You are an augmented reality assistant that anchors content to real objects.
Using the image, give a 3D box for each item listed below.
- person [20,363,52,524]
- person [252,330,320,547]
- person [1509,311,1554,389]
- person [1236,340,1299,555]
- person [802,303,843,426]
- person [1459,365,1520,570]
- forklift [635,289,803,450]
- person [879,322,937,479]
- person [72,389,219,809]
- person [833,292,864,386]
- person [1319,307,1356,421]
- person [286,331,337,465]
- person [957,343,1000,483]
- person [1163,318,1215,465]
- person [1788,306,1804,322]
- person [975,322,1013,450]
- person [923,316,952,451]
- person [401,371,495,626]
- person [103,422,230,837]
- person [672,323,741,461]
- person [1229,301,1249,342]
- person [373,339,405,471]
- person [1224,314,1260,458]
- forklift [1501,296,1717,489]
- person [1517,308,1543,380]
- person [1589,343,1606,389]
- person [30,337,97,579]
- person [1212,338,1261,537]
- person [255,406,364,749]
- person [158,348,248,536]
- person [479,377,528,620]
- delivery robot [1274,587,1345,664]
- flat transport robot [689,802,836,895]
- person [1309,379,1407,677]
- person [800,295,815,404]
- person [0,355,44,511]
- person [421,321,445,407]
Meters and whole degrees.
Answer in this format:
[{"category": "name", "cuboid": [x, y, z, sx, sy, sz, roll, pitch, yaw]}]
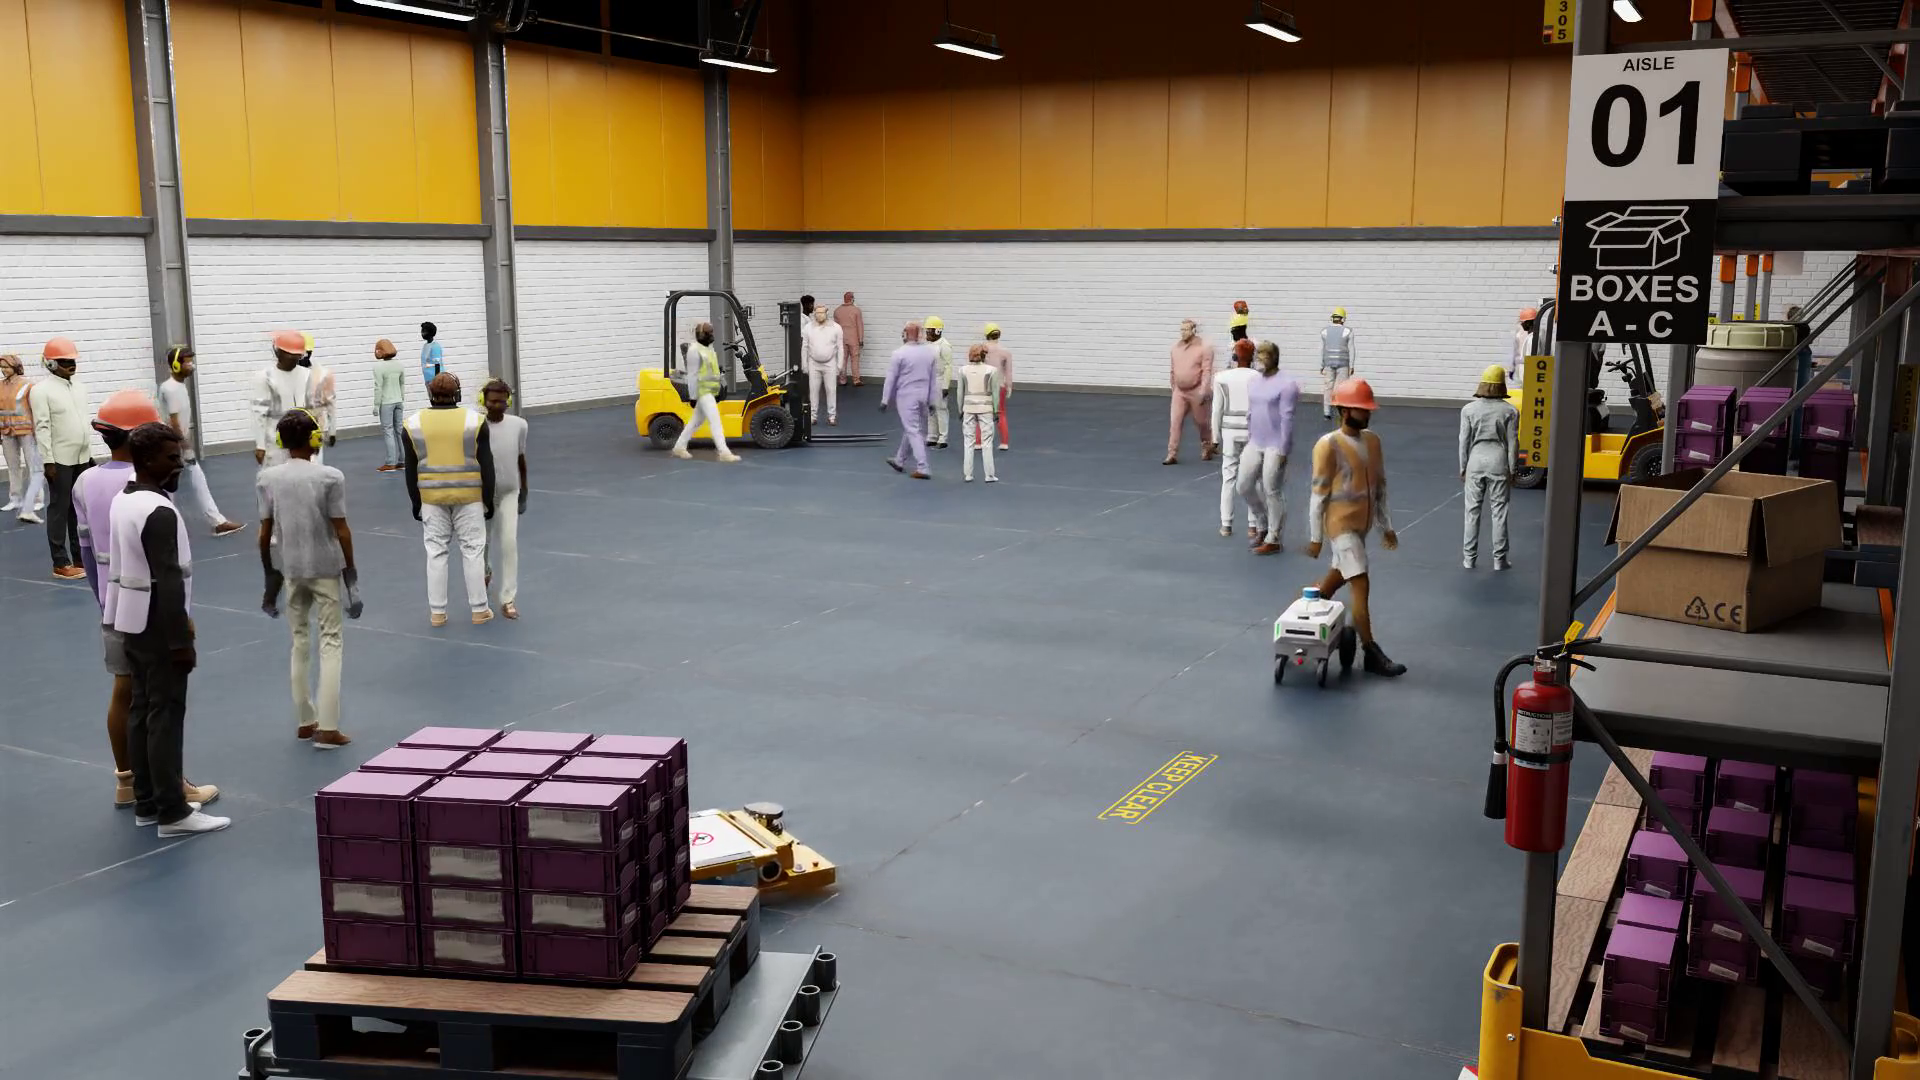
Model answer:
[{"category": "person", "cuboid": [-9.034, -1.029, 16.634, 0.537, 1.715, 0.929, 5, 11, 25]}, {"category": "person", "cuboid": [-6.099, -0.911, 15.143, 0.859, 1.983, 0.756, 6, 11, 30]}, {"category": "person", "cuboid": [8.881, -2.648, 25.796, 0.642, 1.788, 0.974, 7, 12, 36]}, {"category": "person", "cuboid": [2.732, -0.810, 14.784, 0.423, 1.920, 0.633, -7, 12, -34]}, {"category": "person", "cuboid": [-2.142, -2.721, 25.872, 0.651, 1.906, 0.403, 0, 10, 2]}, {"category": "person", "cuboid": [4.498, -0.617, 14.163, 0.487, 1.744, 0.312, 5, 11, 26]}, {"category": "forklift", "cuboid": [-3.358, -2.392, 23.136, 2.313, 2.155, 1.214, -1, 10, -5]}, {"category": "person", "cuboid": [-0.645, -1.684, 20.016, 0.643, 1.857, 0.988, -9, 14, -43]}, {"category": "person", "cuboid": [-3.922, 0.300, 7.985, 0.608, 2.044, 0.370, 4, 11, 23]}, {"category": "person", "cuboid": [-2.219, -4.051, 33.571, 0.640, 1.908, 0.409, 4, 11, 23]}, {"category": "person", "cuboid": [6.049, -2.814, 26.656, 0.587, 1.823, 0.403, 5, 11, 28]}, {"category": "person", "cuboid": [-6.619, -1.158, 16.809, 0.628, 1.910, 0.657, -2, 10, -14]}, {"category": "person", "cuboid": [0.215, -1.483, 19.489, 0.514, 1.636, 0.314, 3, 10, 18]}, {"category": "person", "cuboid": [2.965, -1.911, 21.307, 0.642, 1.868, 0.945, 6, 12, 33]}, {"category": "person", "cuboid": [12.494, -2.582, 25.114, 0.476, 1.896, 0.762, 9, 14, 43]}, {"category": "person", "cuboid": [0.452, -2.085, 22.625, 0.520, 1.748, 0.394, -2, 10, -10]}, {"category": "person", "cuboid": [-0.339, -2.136, 22.697, 0.404, 1.834, 0.591, -6, 11, -30]}, {"category": "person", "cuboid": [-3.668, -0.294, 12.009, 0.627, 1.844, 0.429, -2, 10, -9]}, {"category": "person", "cuboid": [-3.722, 0.415, 7.696, 0.399, 1.915, 0.589, -9, 13, -42]}, {"category": "person", "cuboid": [-3.335, -1.919, 21.578, 0.973, 1.801, 0.628, 1, 10, 8]}, {"category": "person", "cuboid": [4.717, -3.090, 28.073, 0.355, 1.884, 0.575, 3, 10, 17]}, {"category": "person", "cuboid": [-7.047, -1.664, 20.541, 0.288, 1.634, 0.499, 4, 11, 23]}, {"category": "person", "cuboid": [3.658, -1.983, 21.620, 0.563, 1.897, 0.603, -5, 11, -29]}, {"category": "forklift", "cuboid": [7.296, -1.677, 18.993, 2.313, 2.155, 1.214, 5, 11, 27]}, {"category": "person", "cuboid": [7.876, -2.247, 23.065, 0.381, 1.927, 0.550, 4, 10, 20]}, {"category": "person", "cuboid": [8.521, -2.296, 23.025, 0.679, 2.000, 0.537, -1, 10, -5]}, {"category": "person", "cuboid": [-7.405, -0.682, 13.813, 0.375, 1.995, 0.609, 1, 10, 7]}, {"category": "person", "cuboid": [2.683, -0.968, 15.785, 0.584, 1.883, 0.346, 2, 10, 14]}, {"category": "person", "cuboid": [-3.551, 0.220, 9.071, 0.552, 1.876, 0.535, 1, 10, 5]}, {"category": "person", "cuboid": [-7.335, -0.891, 15.604, 1.043, 1.814, 0.534, -1, 10, -7]}, {"category": "person", "cuboid": [-3.543, -0.359, 12.585, 0.548, 1.791, 1.077, -4, 10, -20]}, {"category": "delivery robot", "cuboid": [2.232, 0.545, 10.599, 0.477, 0.478, 0.707, 4, 11, 22]}, {"category": "flat transport robot", "cuboid": [-1.301, 1.372, 6.907, 1.431, 0.197, 0.652, -6, 11, -30]}, {"category": "person", "cuboid": [2.509, -0.112, 10.839, 0.547, 1.896, 1.014, -8, 13, -40]}, {"category": "person", "cuboid": [-2.716, -3.335, 29.304, 0.387, 1.953, 0.611, 1, 10, 7]}, {"category": "person", "cuboid": [-9.802, -1.108, 17.308, 0.523, 1.638, 0.310, 1, 10, 8]}, {"category": "person", "cuboid": [-7.720, -2.354, 24.378, 0.321, 1.690, 0.536, -7, 12, -35]}]
